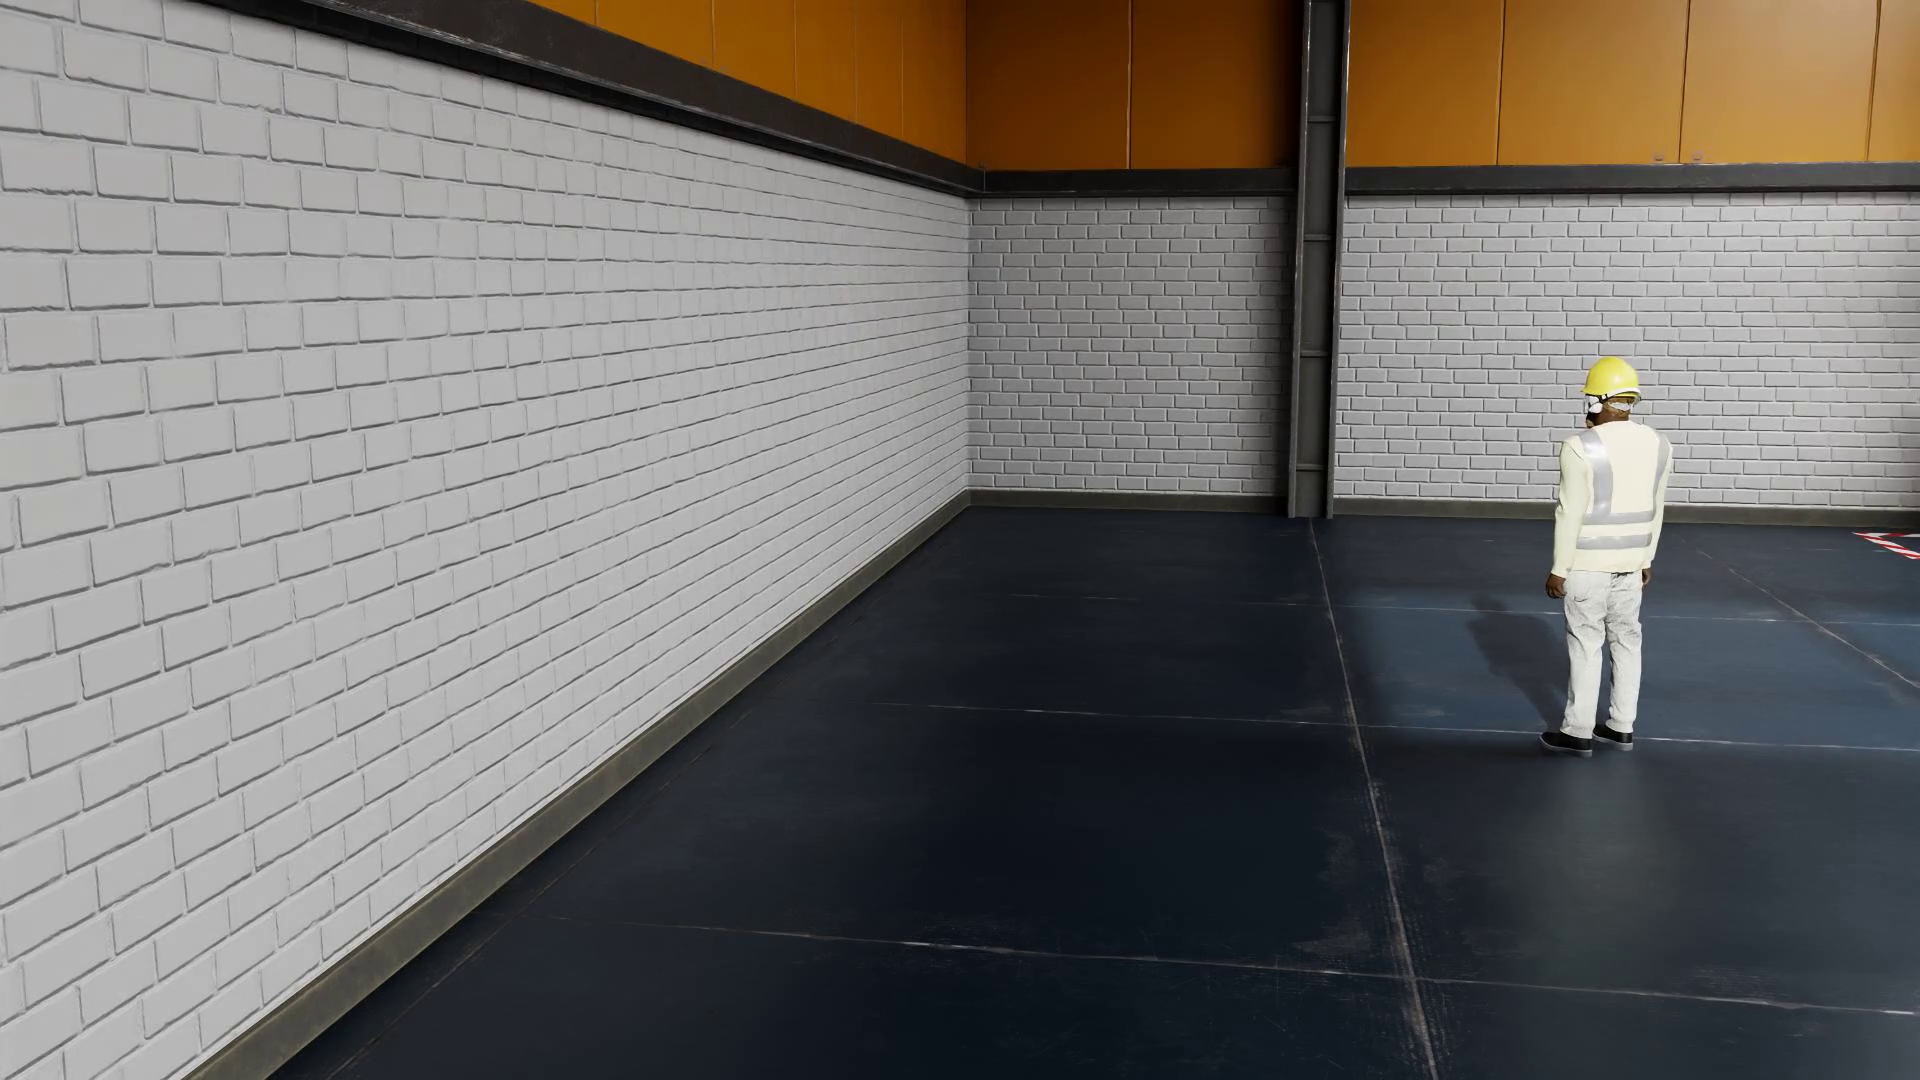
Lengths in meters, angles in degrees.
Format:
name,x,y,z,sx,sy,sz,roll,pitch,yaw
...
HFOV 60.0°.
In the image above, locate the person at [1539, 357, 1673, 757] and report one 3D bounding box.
name,x,y,z,sx,sy,sz,roll,pitch,yaw
person,2.939,0.081,7.627,0.590,1.833,0.403,-4,10,-22
